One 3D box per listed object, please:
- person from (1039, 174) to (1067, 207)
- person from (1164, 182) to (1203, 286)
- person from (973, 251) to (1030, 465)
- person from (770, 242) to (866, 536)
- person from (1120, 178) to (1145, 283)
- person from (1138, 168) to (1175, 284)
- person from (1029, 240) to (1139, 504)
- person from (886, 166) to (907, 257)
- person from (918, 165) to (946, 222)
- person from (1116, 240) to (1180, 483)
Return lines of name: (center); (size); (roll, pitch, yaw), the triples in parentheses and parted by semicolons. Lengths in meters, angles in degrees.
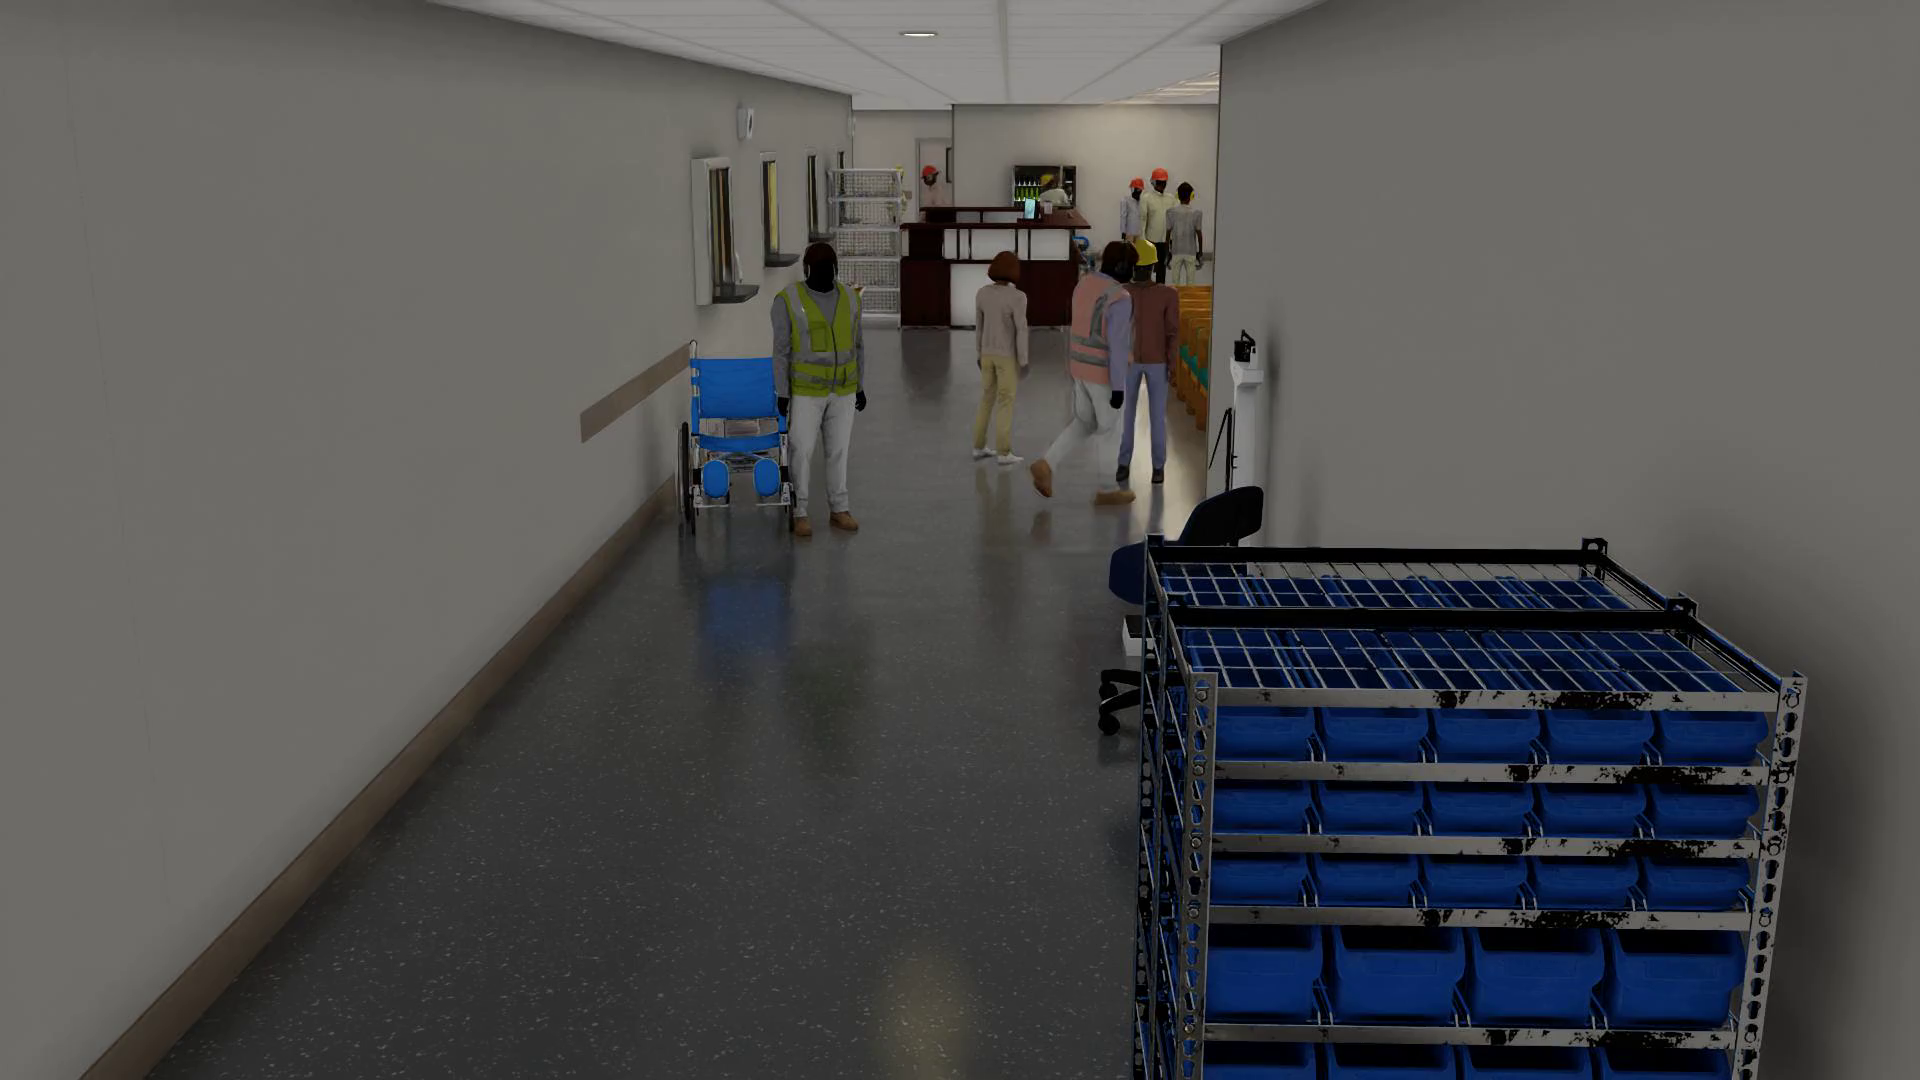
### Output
person: (1.769, -5.939, 30.998); (0.642, 1.722, 0.323); (-3, 14, -12)
person: (2.895, -3.673, 21.486); (0.512, 1.873, 0.328); (4, 14, 15)
person: (0.315, -1.396, 12.764); (0.287, 1.628, 0.509); (-13, 19, -42)
person: (-0.869, -0.950, 10.494); (0.633, 1.841, 0.429); (-8, 16, -28)
person: (2.927, -5.182, 27.871); (0.564, 1.743, 0.352); (-9, 17, -33)
person: (2.845, -4.343, 23.945); (0.622, 1.993, 0.381); (-8, 16, -30)
person: (0.870, -1.097, 11.165); (0.674, 1.811, 0.681); (-6, 15, -23)
person: (-1.254, -6.475, 32.941); (0.403, 1.827, 0.601); (0, 14, 0)
person: (-0.446, -5.135, 27.223); (0.499, 1.959, 0.621); (-3, 14, -12)
person: (1.317, -1.279, 12.007); (0.518, 1.757, 0.341); (3, 14, 11)
